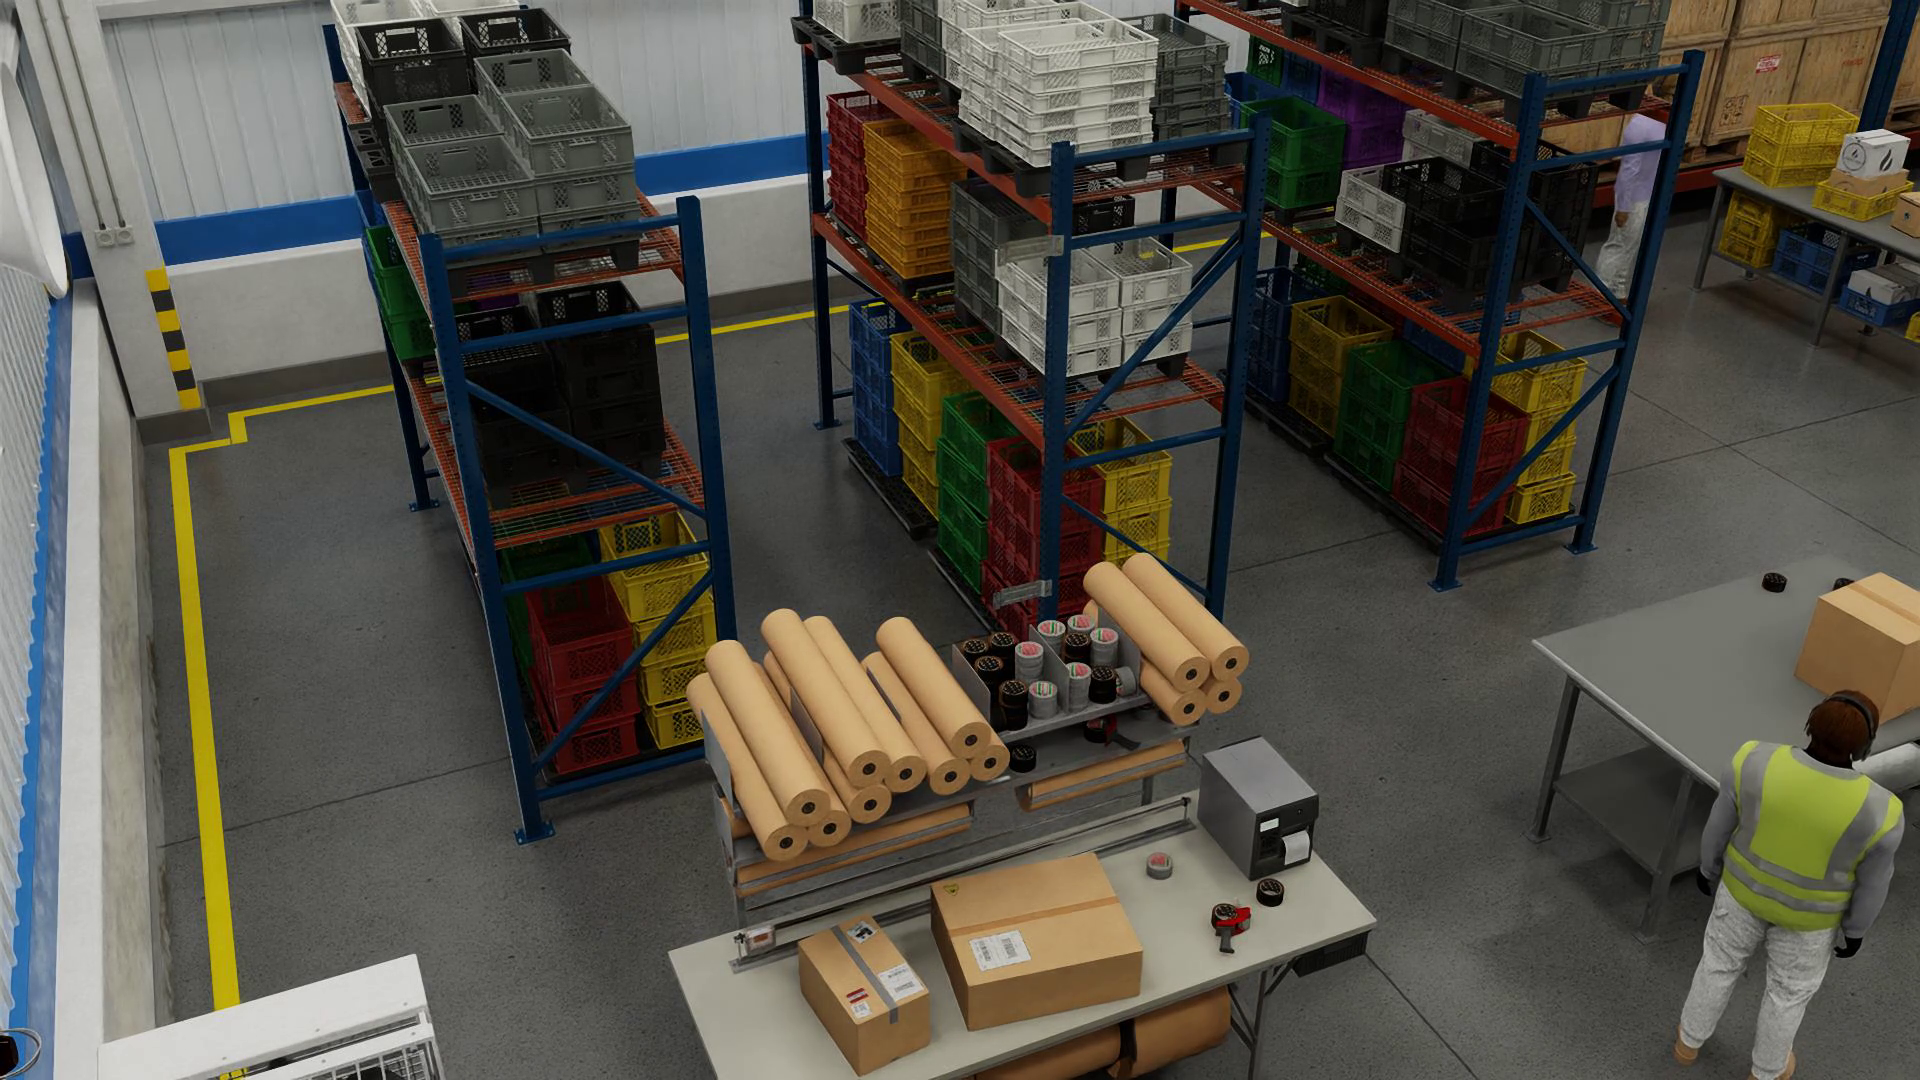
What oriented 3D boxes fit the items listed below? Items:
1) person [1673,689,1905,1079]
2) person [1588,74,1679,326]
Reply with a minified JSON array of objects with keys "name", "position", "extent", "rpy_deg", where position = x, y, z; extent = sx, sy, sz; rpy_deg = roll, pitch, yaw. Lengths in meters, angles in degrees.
[{"name":"person","position":[3.116,1.333,6.292],"extent":[0.637,1.842,0.429],"rpy_deg":[23,39,33]},{"name":"person","position":[5.131,-2.591,12.574],"extent":[0.354,1.937,0.635],"rpy_deg":[28,41,37]}]
